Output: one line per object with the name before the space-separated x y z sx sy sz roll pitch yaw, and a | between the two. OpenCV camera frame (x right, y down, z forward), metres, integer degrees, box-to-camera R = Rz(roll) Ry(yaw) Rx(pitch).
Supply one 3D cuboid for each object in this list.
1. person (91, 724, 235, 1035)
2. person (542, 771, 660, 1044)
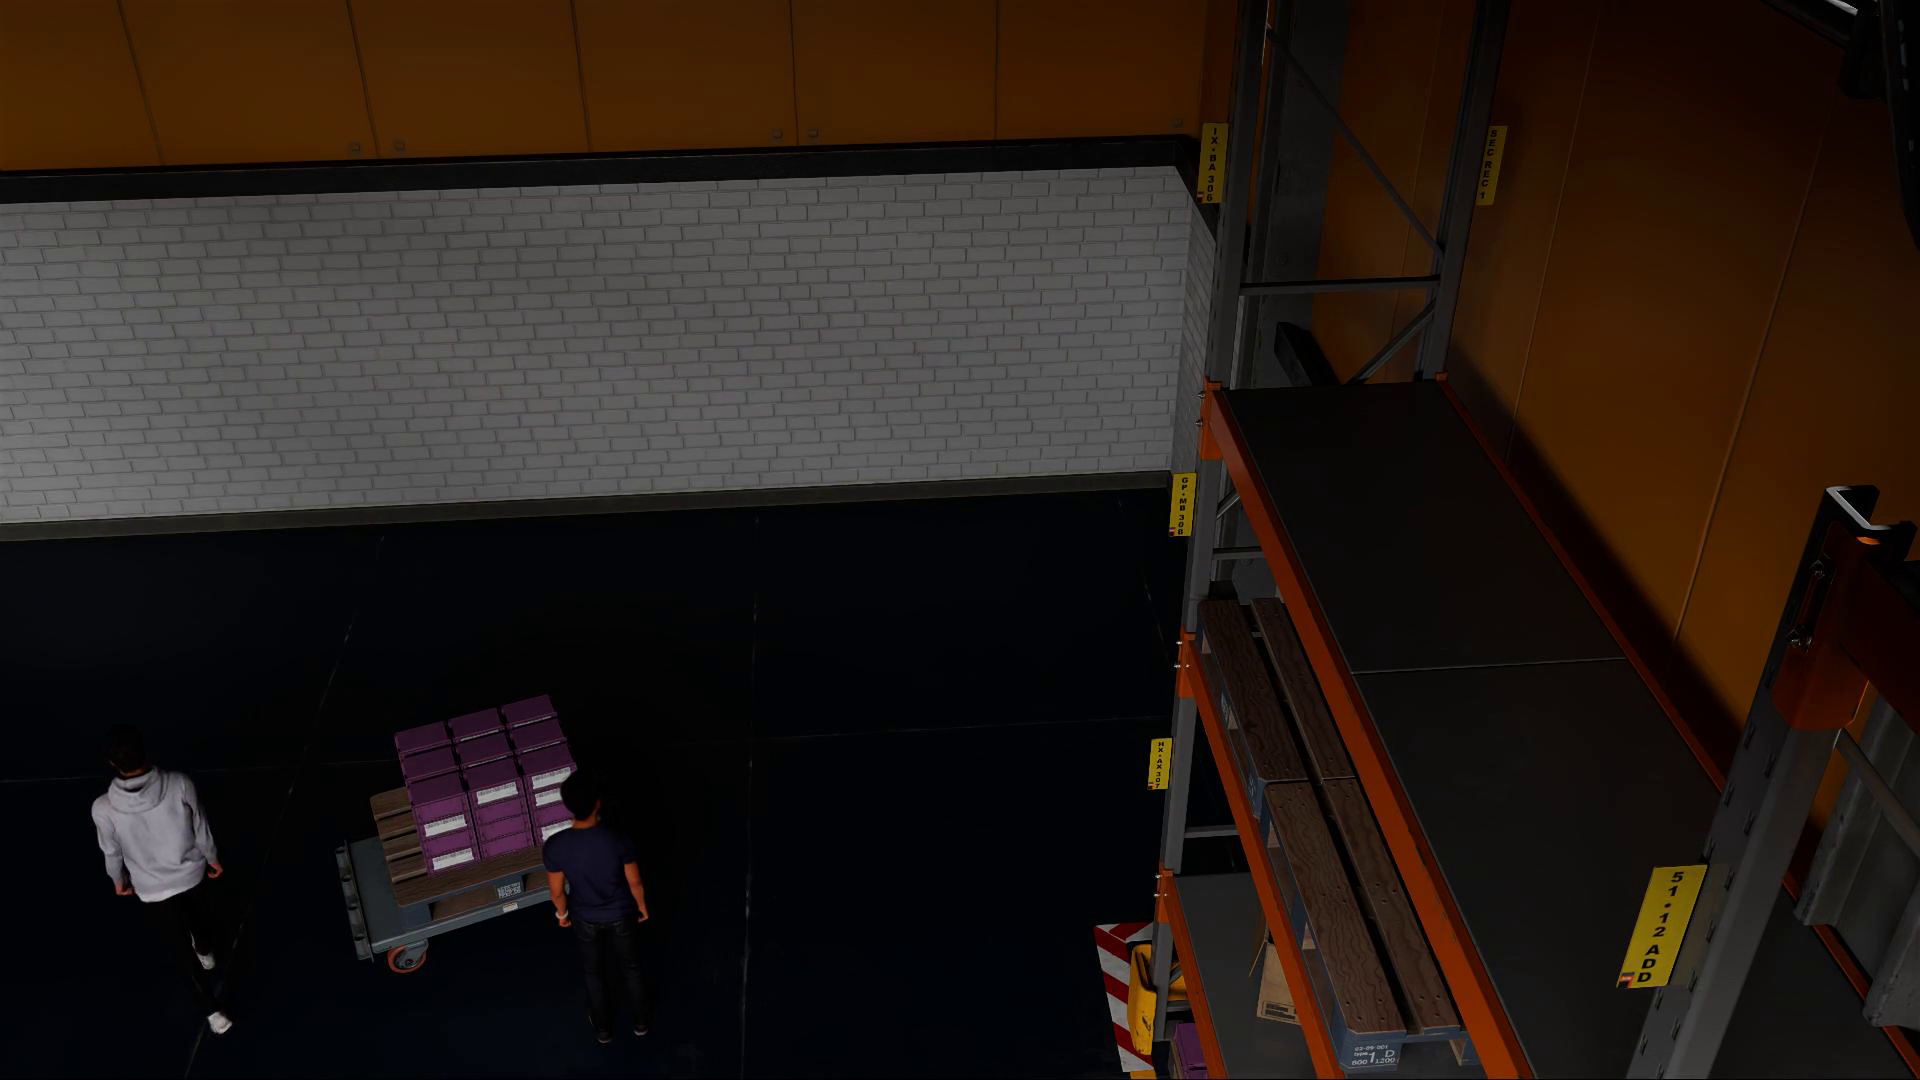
person | -4.204 1.835 8.889 1.094 1.889 1.332 -21 39 -28
person | -1.892 1.966 8.786 0.669 1.785 0.552 -6 34 -9
